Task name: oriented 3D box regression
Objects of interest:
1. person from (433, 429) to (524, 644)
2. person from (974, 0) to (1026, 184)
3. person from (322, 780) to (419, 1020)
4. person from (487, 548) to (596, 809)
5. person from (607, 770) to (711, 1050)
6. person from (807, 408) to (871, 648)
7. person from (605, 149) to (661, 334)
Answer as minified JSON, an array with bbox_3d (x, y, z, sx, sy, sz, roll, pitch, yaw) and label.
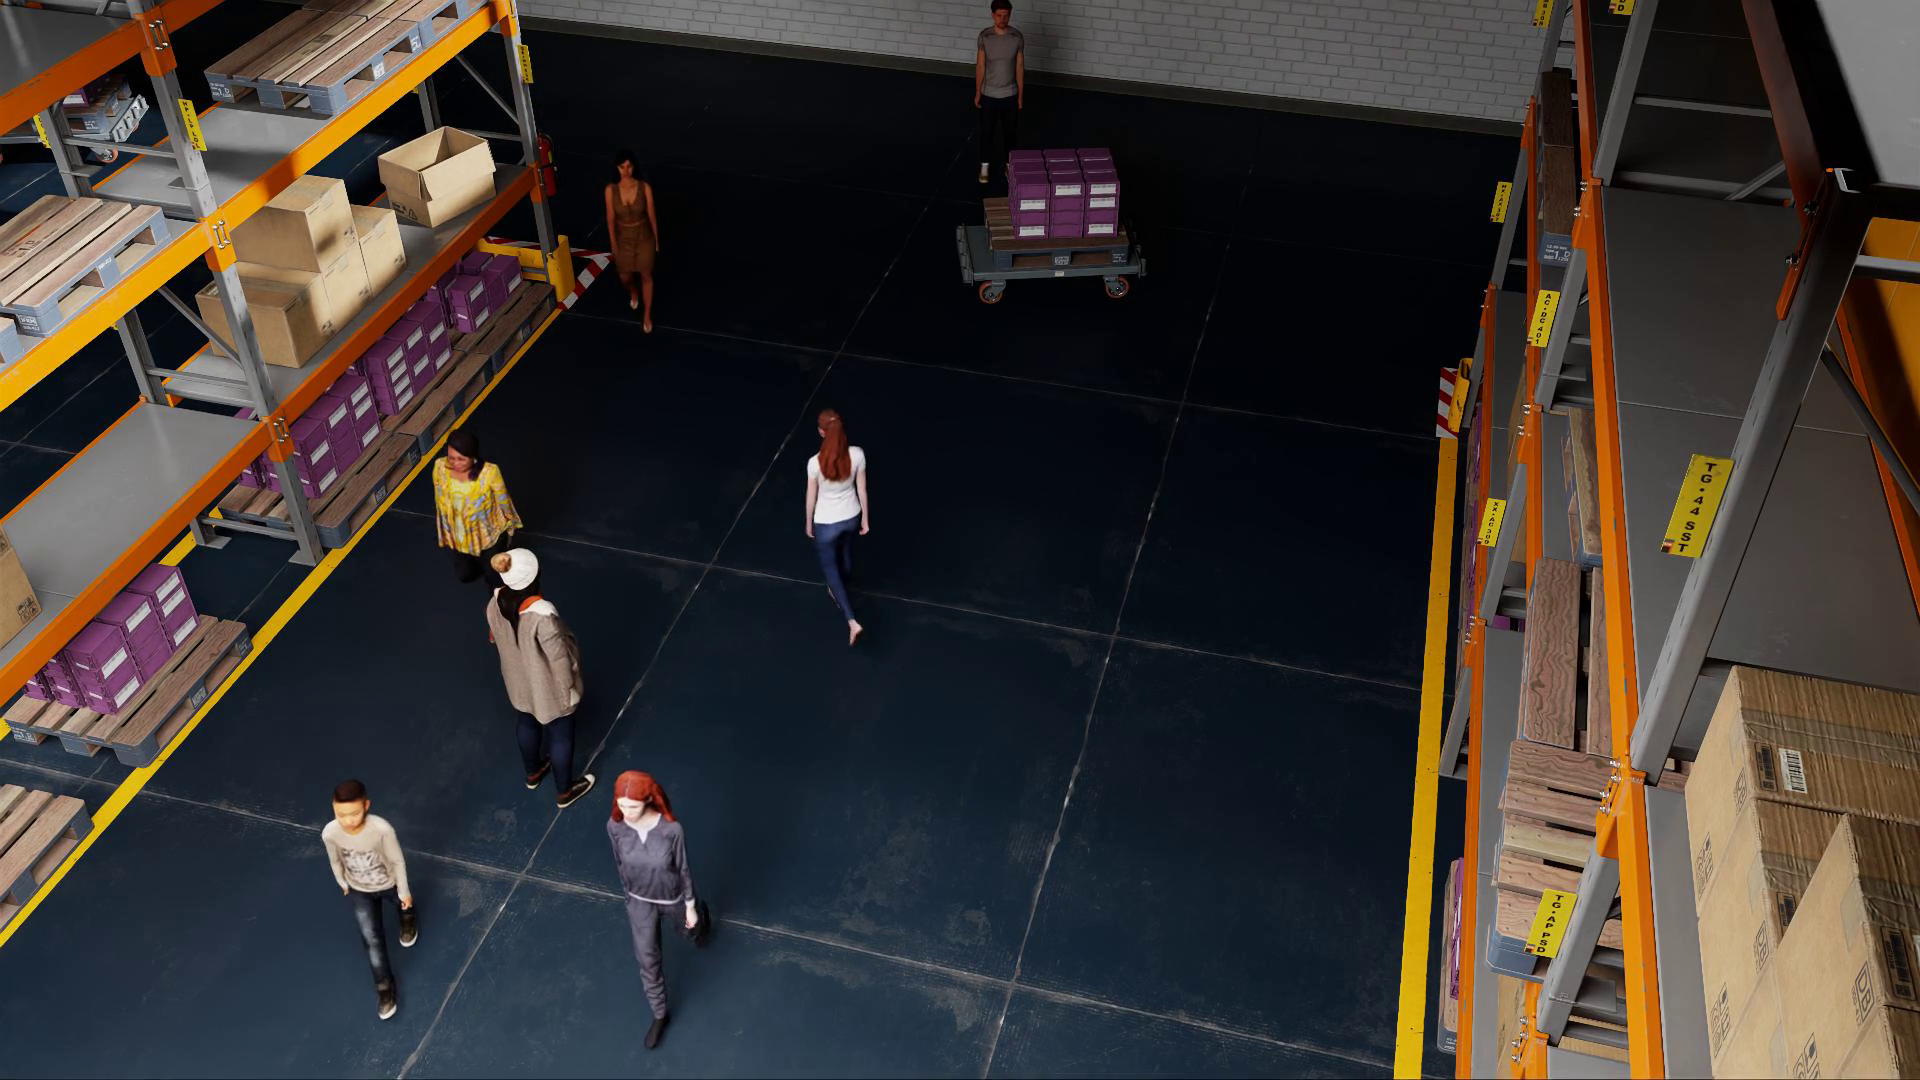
[{"bbox_3d":[-3.218,-0.090,11.170,0.760,1.643,0.894,4,39,5],"label":"person"},{"bbox_3d":[0.386,-4.437,16.412,0.684,1.892,0.606,2,39,2],"label":"person"},{"bbox_3d":[-3.139,1.787,8.992,0.844,1.428,1.070,-7,39,-9],"label":"person"},{"bbox_3d":[-2.519,0.798,9.861,0.772,1.887,0.778,22,44,25],"label":"person"},{"bbox_3d":[-1.539,1.808,8.709,0.701,1.749,1.110,4,39,6],"label":"person"},{"bbox_3d":[-0.781,-0.060,11.074,0.977,1.714,1.109,-15,41,-18],"label":"person"},{"bbox_3d":[-2.799,-2.598,14.278,0.722,1.683,0.808,-6,39,-7],"label":"person"}]
